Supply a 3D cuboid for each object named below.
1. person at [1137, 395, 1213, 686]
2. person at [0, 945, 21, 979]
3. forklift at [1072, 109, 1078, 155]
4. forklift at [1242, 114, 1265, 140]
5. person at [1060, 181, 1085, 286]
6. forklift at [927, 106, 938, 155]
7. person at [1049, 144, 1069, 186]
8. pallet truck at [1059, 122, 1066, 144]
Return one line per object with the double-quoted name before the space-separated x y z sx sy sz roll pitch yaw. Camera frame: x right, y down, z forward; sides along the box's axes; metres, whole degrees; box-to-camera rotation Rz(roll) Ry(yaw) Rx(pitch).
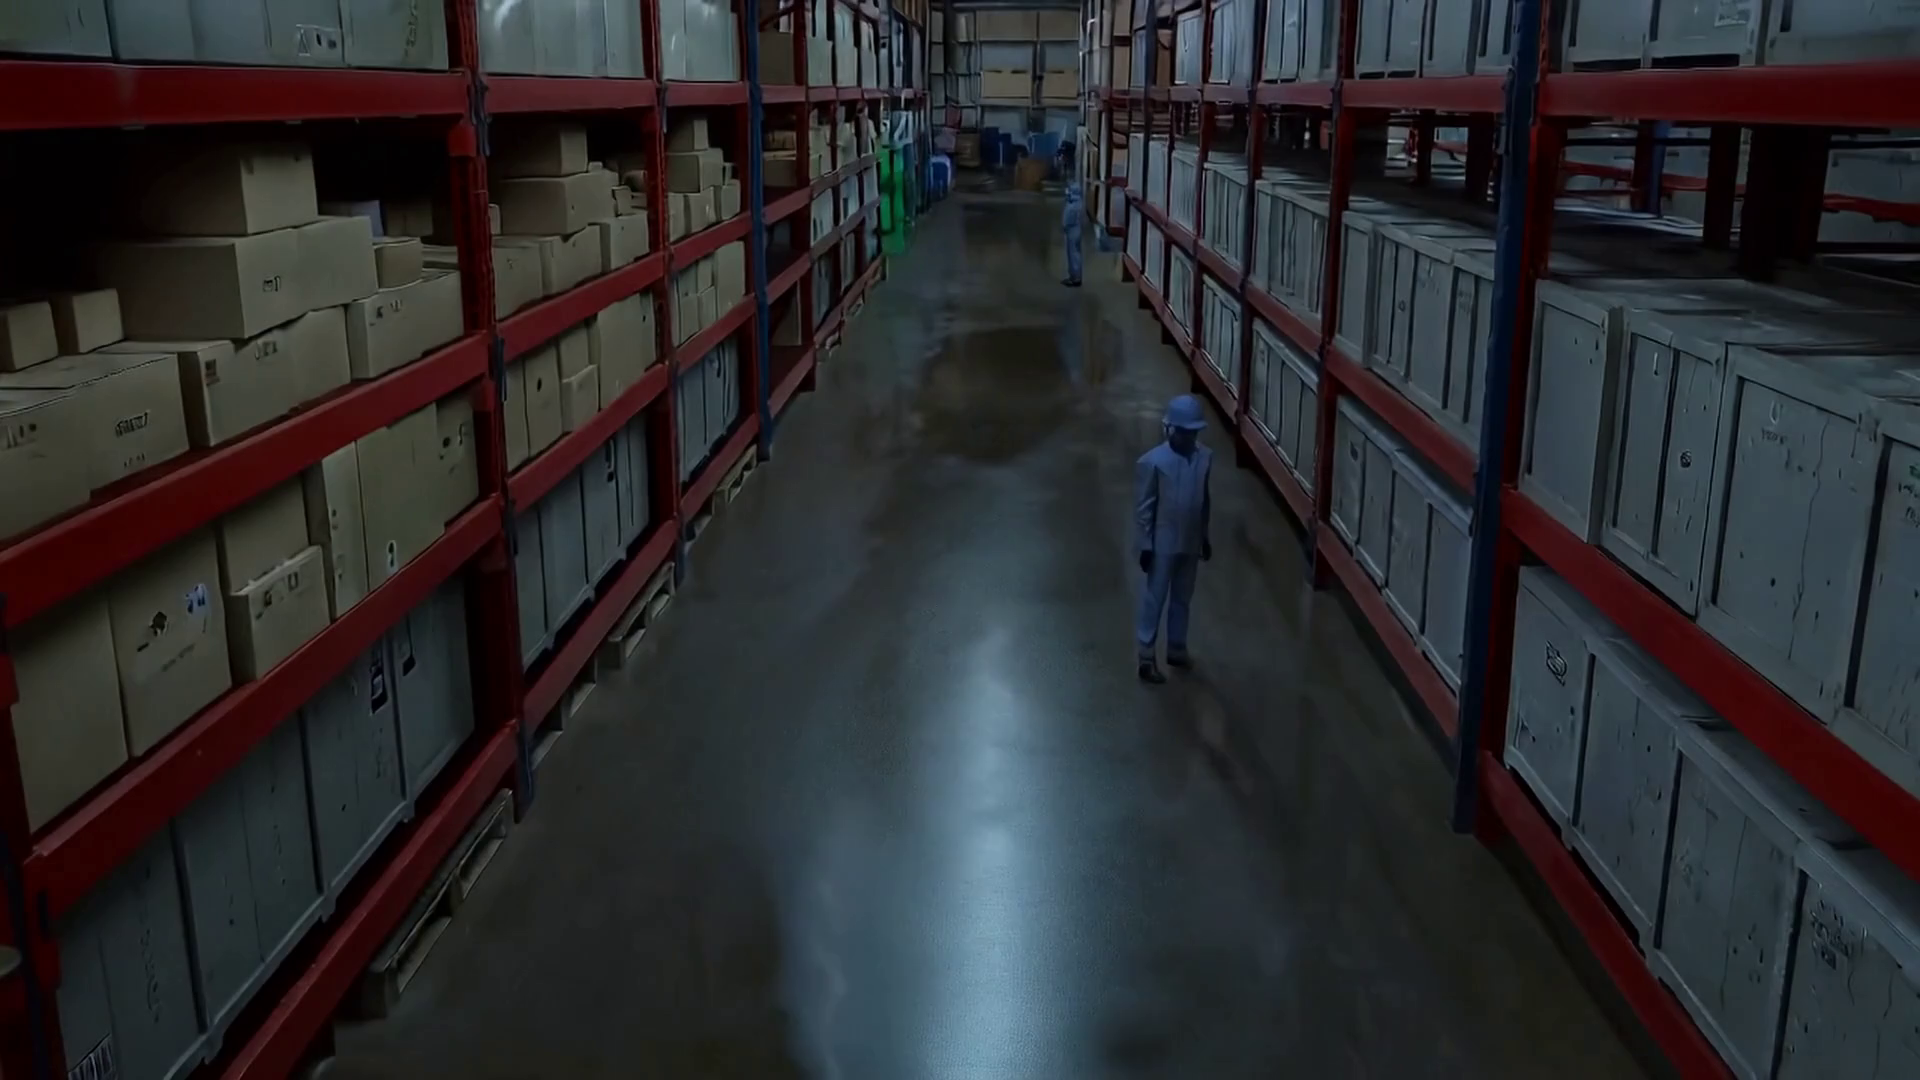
"person" 1.306 -0.007 9.955 0.572 1.749 0.343 -10 18 -34
"person" -1.970 1.649 3.332 0.611 1.996 0.387 9 17 30
"forklift" 5.263 -17.032 71.163 1.129 2.768 1.873 10 18 34
"forklift" 10.084 -13.342 57.433 1.873 2.768 1.129 -9 18 -32
"person" 2.057 -5.622 30.555 0.399 1.909 0.642 -3 15 -11
"forklift" -1.626 -20.346 83.493 1.129 2.768 1.873 -11 19 -37
"person" 3.846 -14.354 63.640 0.869 1.594 0.534 -3 15 -12
"pallet truck" 5.788 -21.111 88.014 1.885 1.965 0.823 5 16 18
